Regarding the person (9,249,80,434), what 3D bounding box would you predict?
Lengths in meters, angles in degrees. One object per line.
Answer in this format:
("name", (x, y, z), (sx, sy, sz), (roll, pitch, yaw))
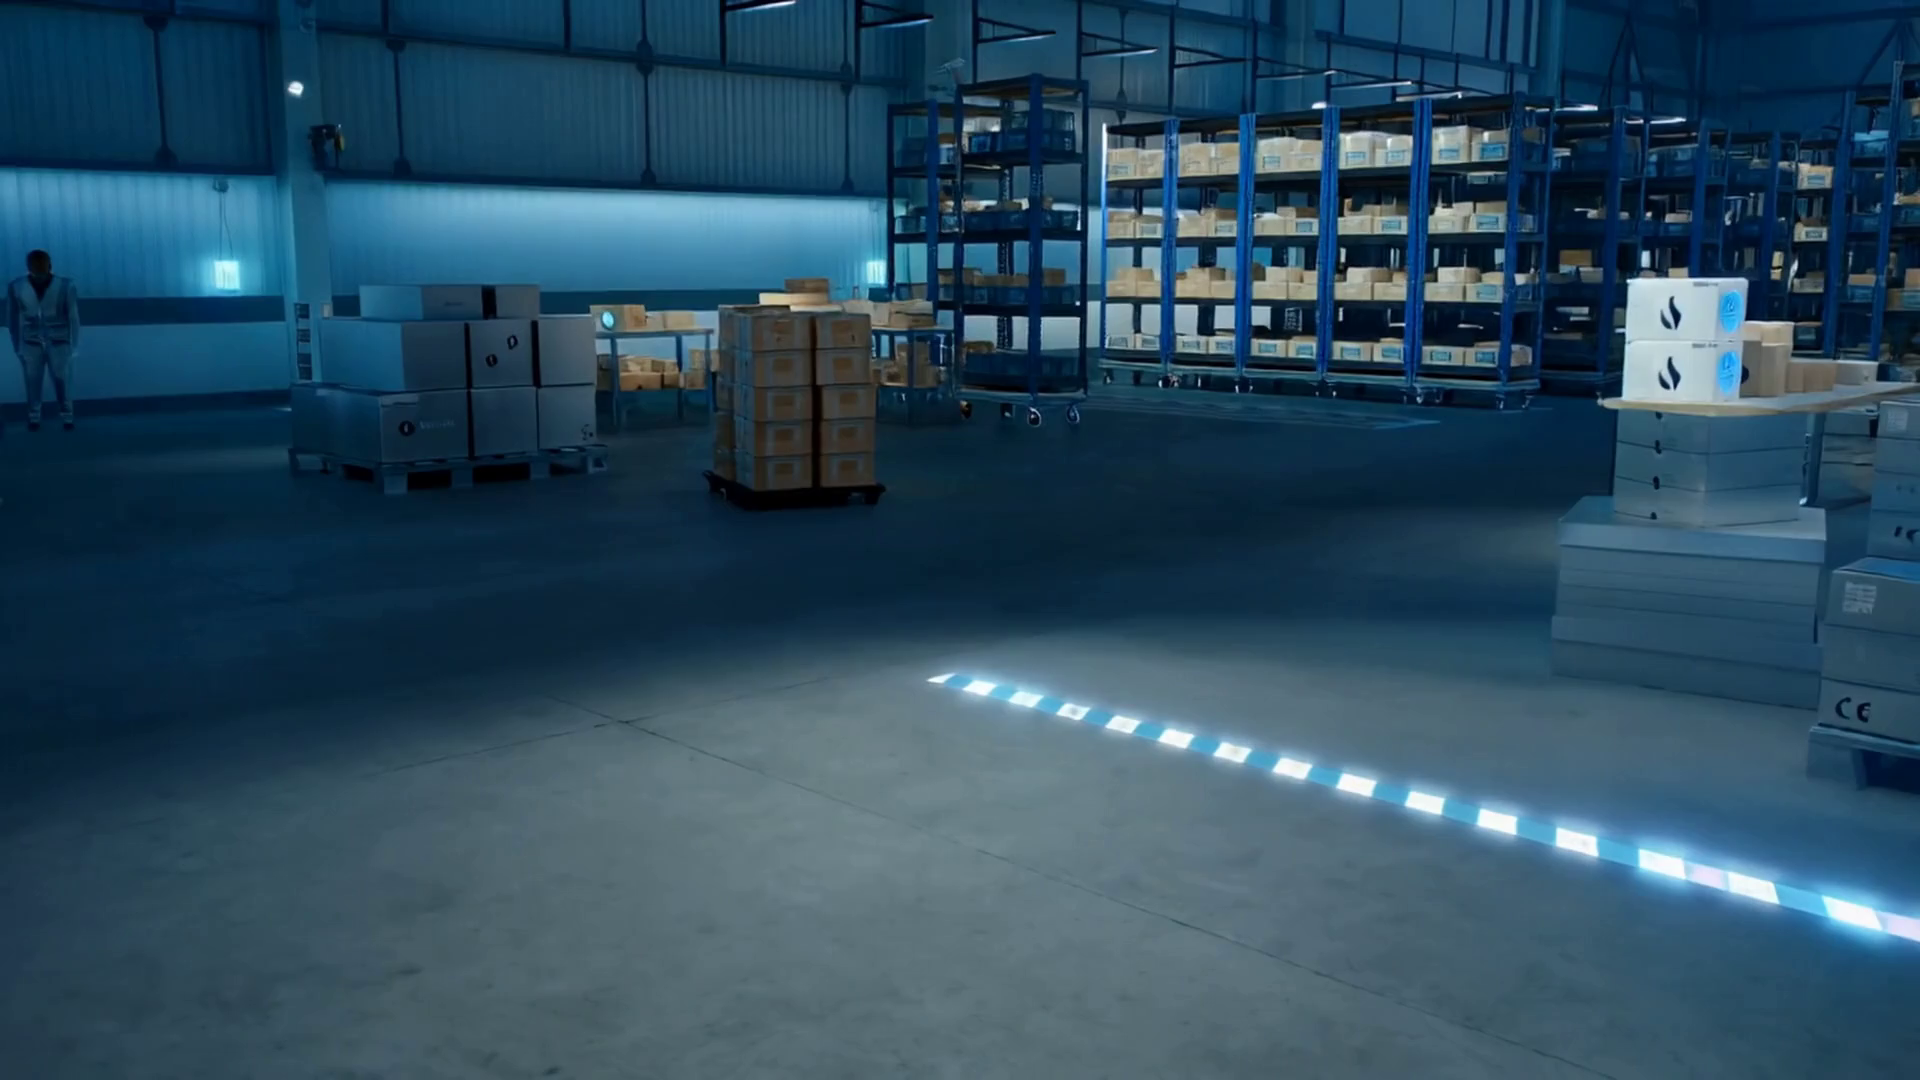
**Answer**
("person", (-9.146, -1.976, 16.636), (0.621, 1.837, 0.429), (-4, 10, -22))
